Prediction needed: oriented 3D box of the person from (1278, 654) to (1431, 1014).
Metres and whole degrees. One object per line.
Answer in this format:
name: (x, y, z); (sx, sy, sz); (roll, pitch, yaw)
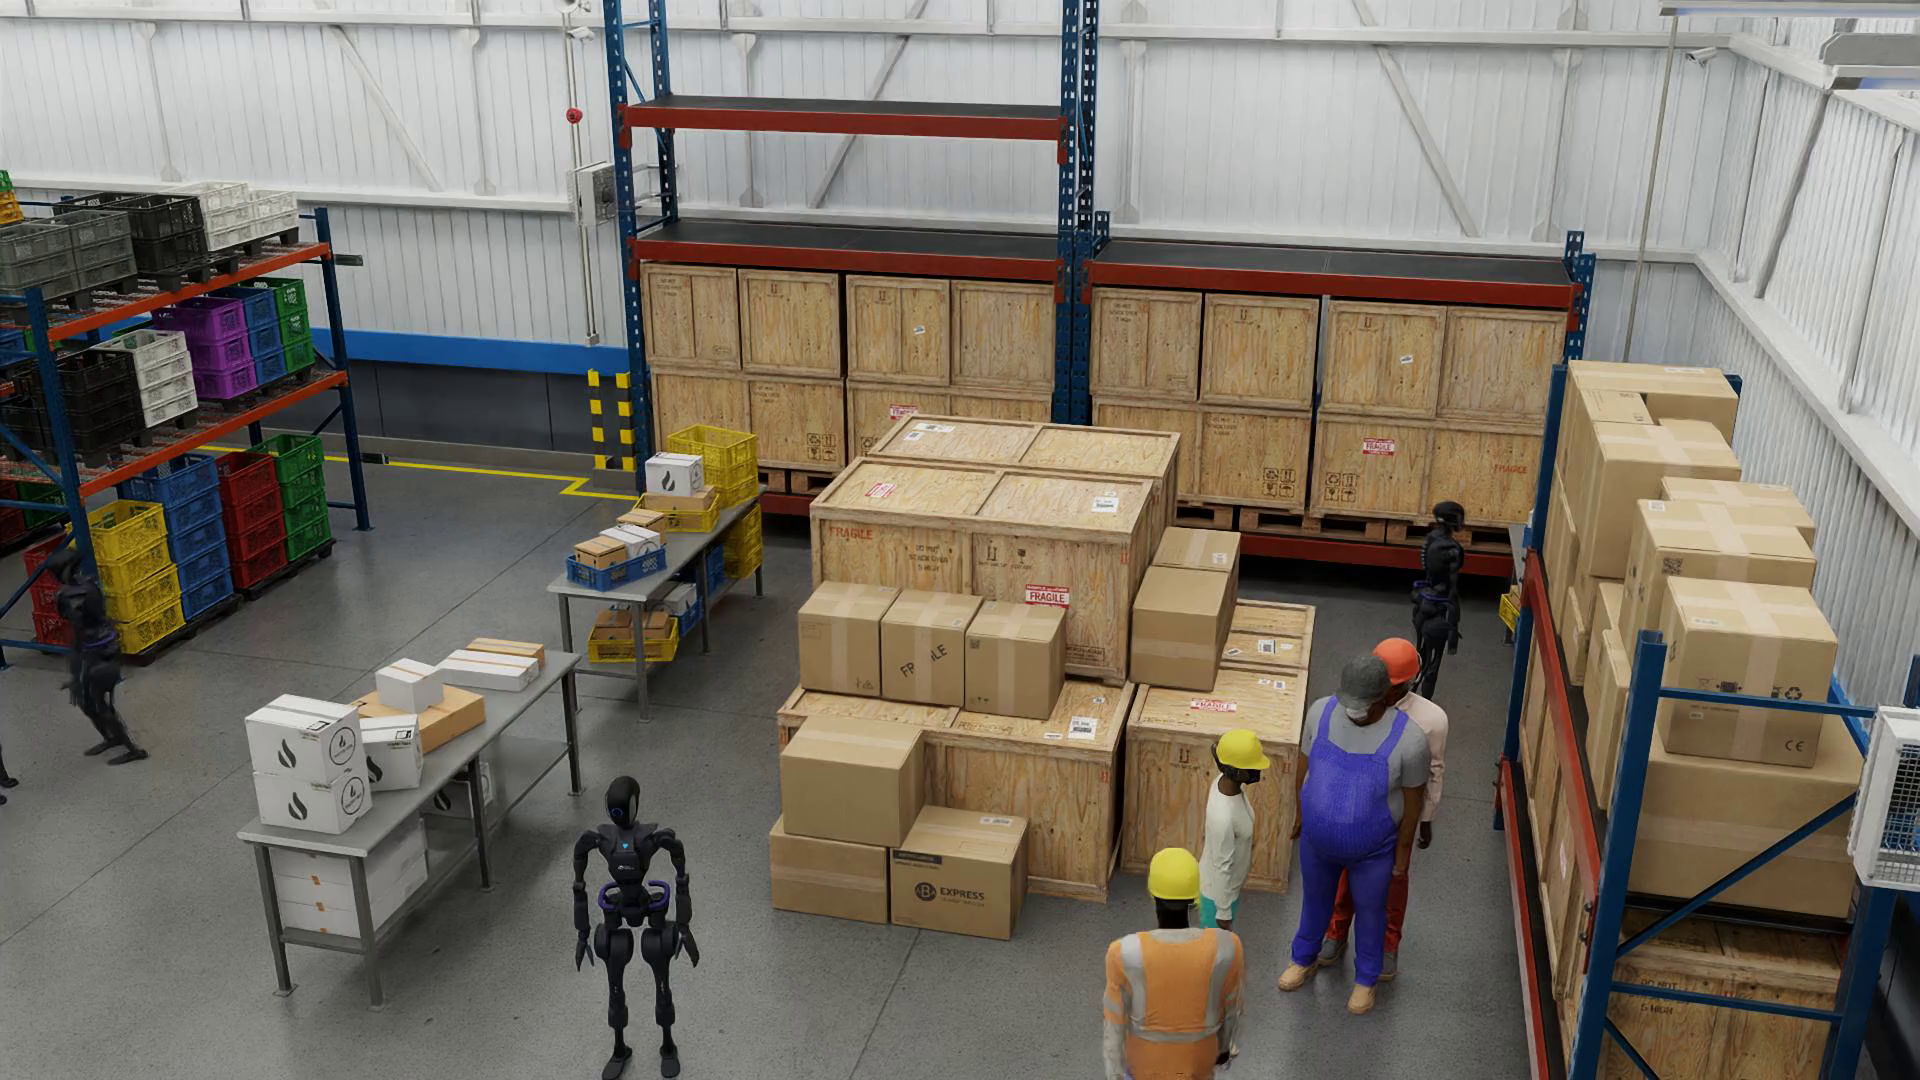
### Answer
person: (2.017, 1.505, 8.630); (0.672, 2.000, 0.536); (13, 25, 31)

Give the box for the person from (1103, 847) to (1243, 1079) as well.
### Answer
person: (0.886, 2.153, 7.126); (0.588, 1.901, 0.743); (0, 21, 1)

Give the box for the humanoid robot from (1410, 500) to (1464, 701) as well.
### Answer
humanoid robot: (3.371, 0.503, 11.739); (0.328, 1.656, 0.587); (-2, 21, -4)

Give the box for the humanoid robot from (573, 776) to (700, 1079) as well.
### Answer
humanoid robot: (-1.580, 1.893, 8.102); (0.610, 1.657, 0.315); (-1, 21, -4)

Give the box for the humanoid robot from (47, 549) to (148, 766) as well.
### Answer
humanoid robot: (-5.797, 0.777, 11.082); (0.488, 1.627, 0.649); (-13, 25, -31)

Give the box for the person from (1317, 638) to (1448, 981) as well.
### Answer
person: (2.247, 1.426, 8.911); (0.608, 1.987, 0.387); (11, 23, 26)

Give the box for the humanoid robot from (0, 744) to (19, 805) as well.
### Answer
humanoid robot: (-6.406, 0.917, 10.656); (0.315, 1.656, 0.609); (-3, 21, -8)

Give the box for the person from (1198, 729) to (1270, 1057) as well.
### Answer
person: (1.352, 1.744, 8.385); (0.326, 1.766, 0.532); (4, 21, 11)
